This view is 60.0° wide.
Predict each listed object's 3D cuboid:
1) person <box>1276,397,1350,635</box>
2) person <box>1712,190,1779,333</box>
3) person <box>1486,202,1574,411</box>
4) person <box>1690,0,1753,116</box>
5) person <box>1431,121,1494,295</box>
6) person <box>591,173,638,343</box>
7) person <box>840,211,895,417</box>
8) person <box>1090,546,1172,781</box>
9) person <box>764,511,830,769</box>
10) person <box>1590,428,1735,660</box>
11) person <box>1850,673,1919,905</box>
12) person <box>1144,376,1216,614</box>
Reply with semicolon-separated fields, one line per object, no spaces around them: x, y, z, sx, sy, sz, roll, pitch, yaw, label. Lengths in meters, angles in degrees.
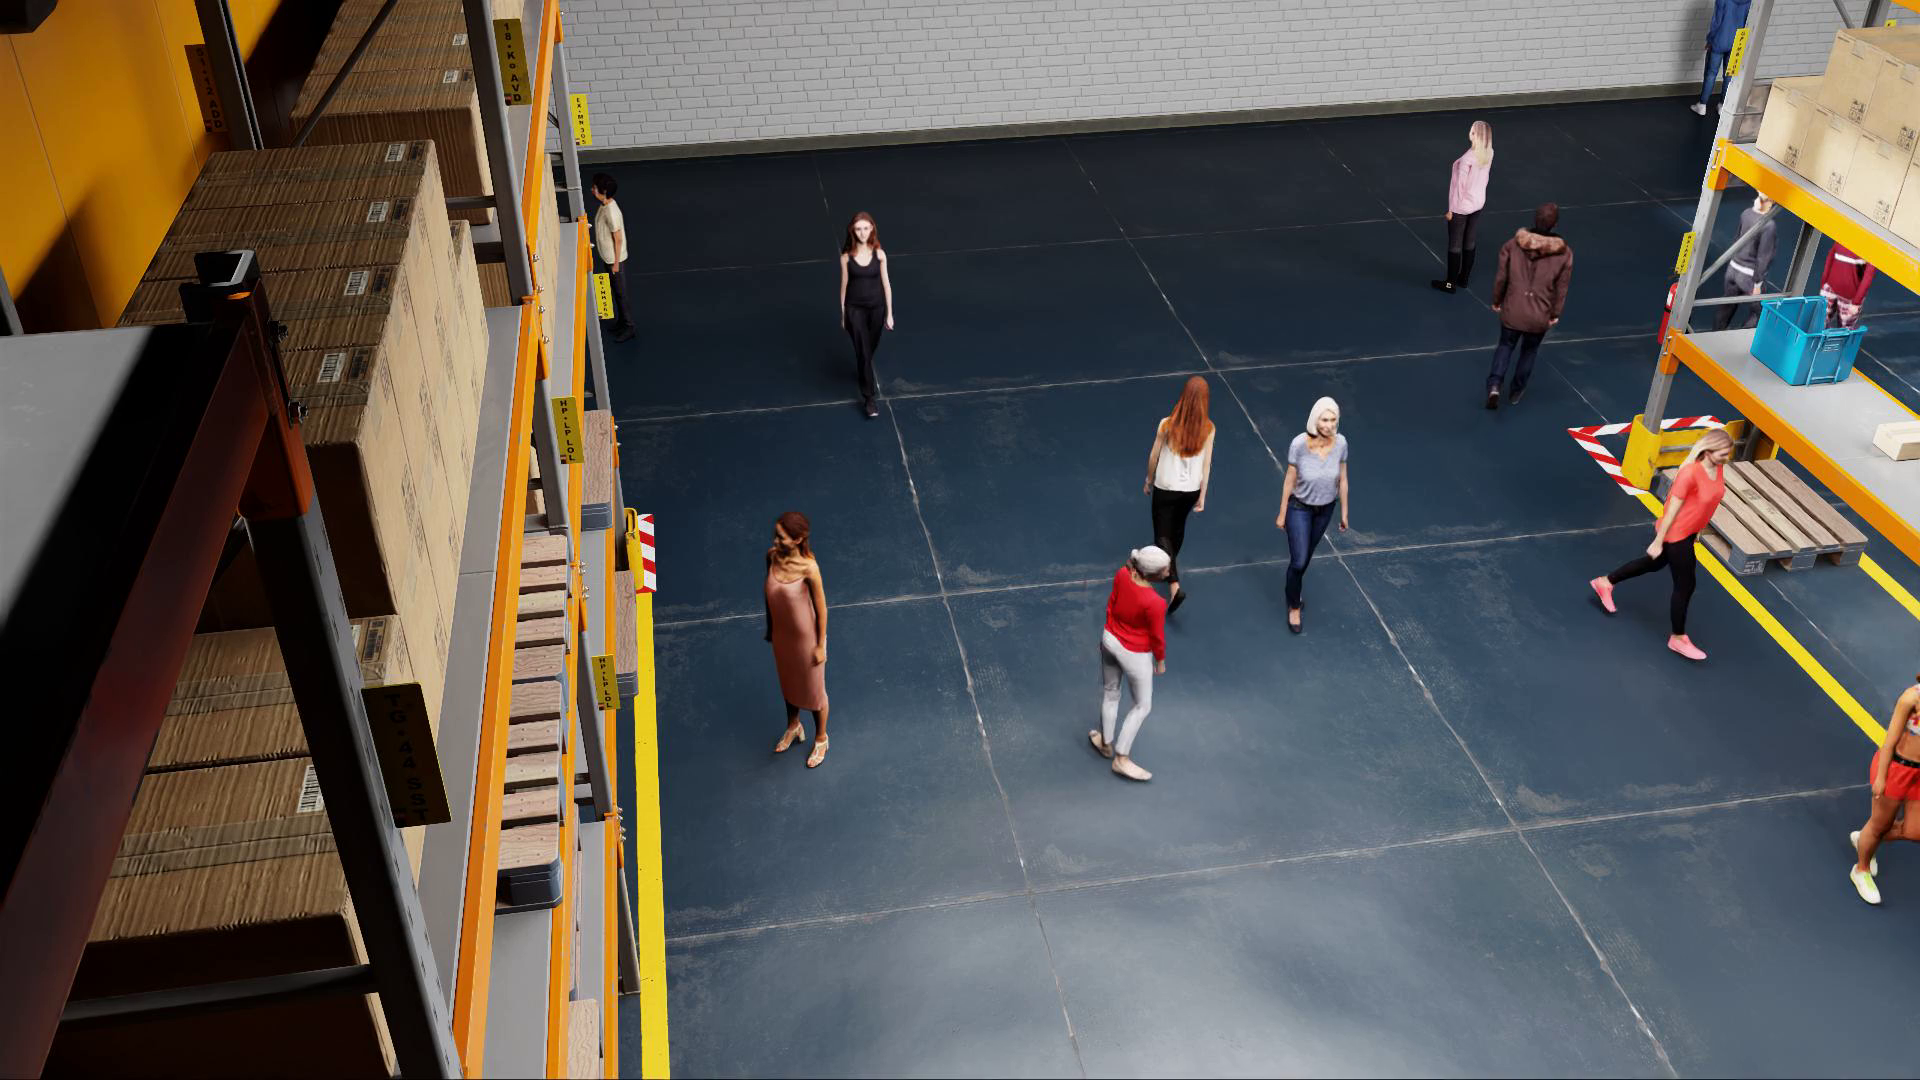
2.395;-0.263;11.511;0.607;1.703;0.767;-7;34;-11;person
6.857;-2.341;14.623;0.720;1.719;0.554;-9;35;-14;person
4.707;-1.892;13.846;1.064;1.831;1.147;17;37;24;person
9.294;-6.065;20.143;0.717;1.811;0.649;1;34;2;person
4.860;-3.198;15.941;0.683;1.688;0.685;-22;40;-30;person
-3.141;-2.568;15.083;0.686;1.587;0.468;-11;35;-16;person
-0.808;-1.978;14.082;0.617;1.713;1.116;-7;34;-11;person
0.976;0.681;10.123;0.706;1.668;0.856;22;39;29;person
-0.973;0.586;10.118;0.656;1.832;0.719;22;39;29;person
4.769;-0.061;11.261;1.072;1.644;1.260;-26;41;-33;person
5.197;1.221;9.208;0.634;1.781;0.679;-3;34;-4;person
1.534;-0.299;11.574;0.602;1.692;1.025;-4;34;-6;person
